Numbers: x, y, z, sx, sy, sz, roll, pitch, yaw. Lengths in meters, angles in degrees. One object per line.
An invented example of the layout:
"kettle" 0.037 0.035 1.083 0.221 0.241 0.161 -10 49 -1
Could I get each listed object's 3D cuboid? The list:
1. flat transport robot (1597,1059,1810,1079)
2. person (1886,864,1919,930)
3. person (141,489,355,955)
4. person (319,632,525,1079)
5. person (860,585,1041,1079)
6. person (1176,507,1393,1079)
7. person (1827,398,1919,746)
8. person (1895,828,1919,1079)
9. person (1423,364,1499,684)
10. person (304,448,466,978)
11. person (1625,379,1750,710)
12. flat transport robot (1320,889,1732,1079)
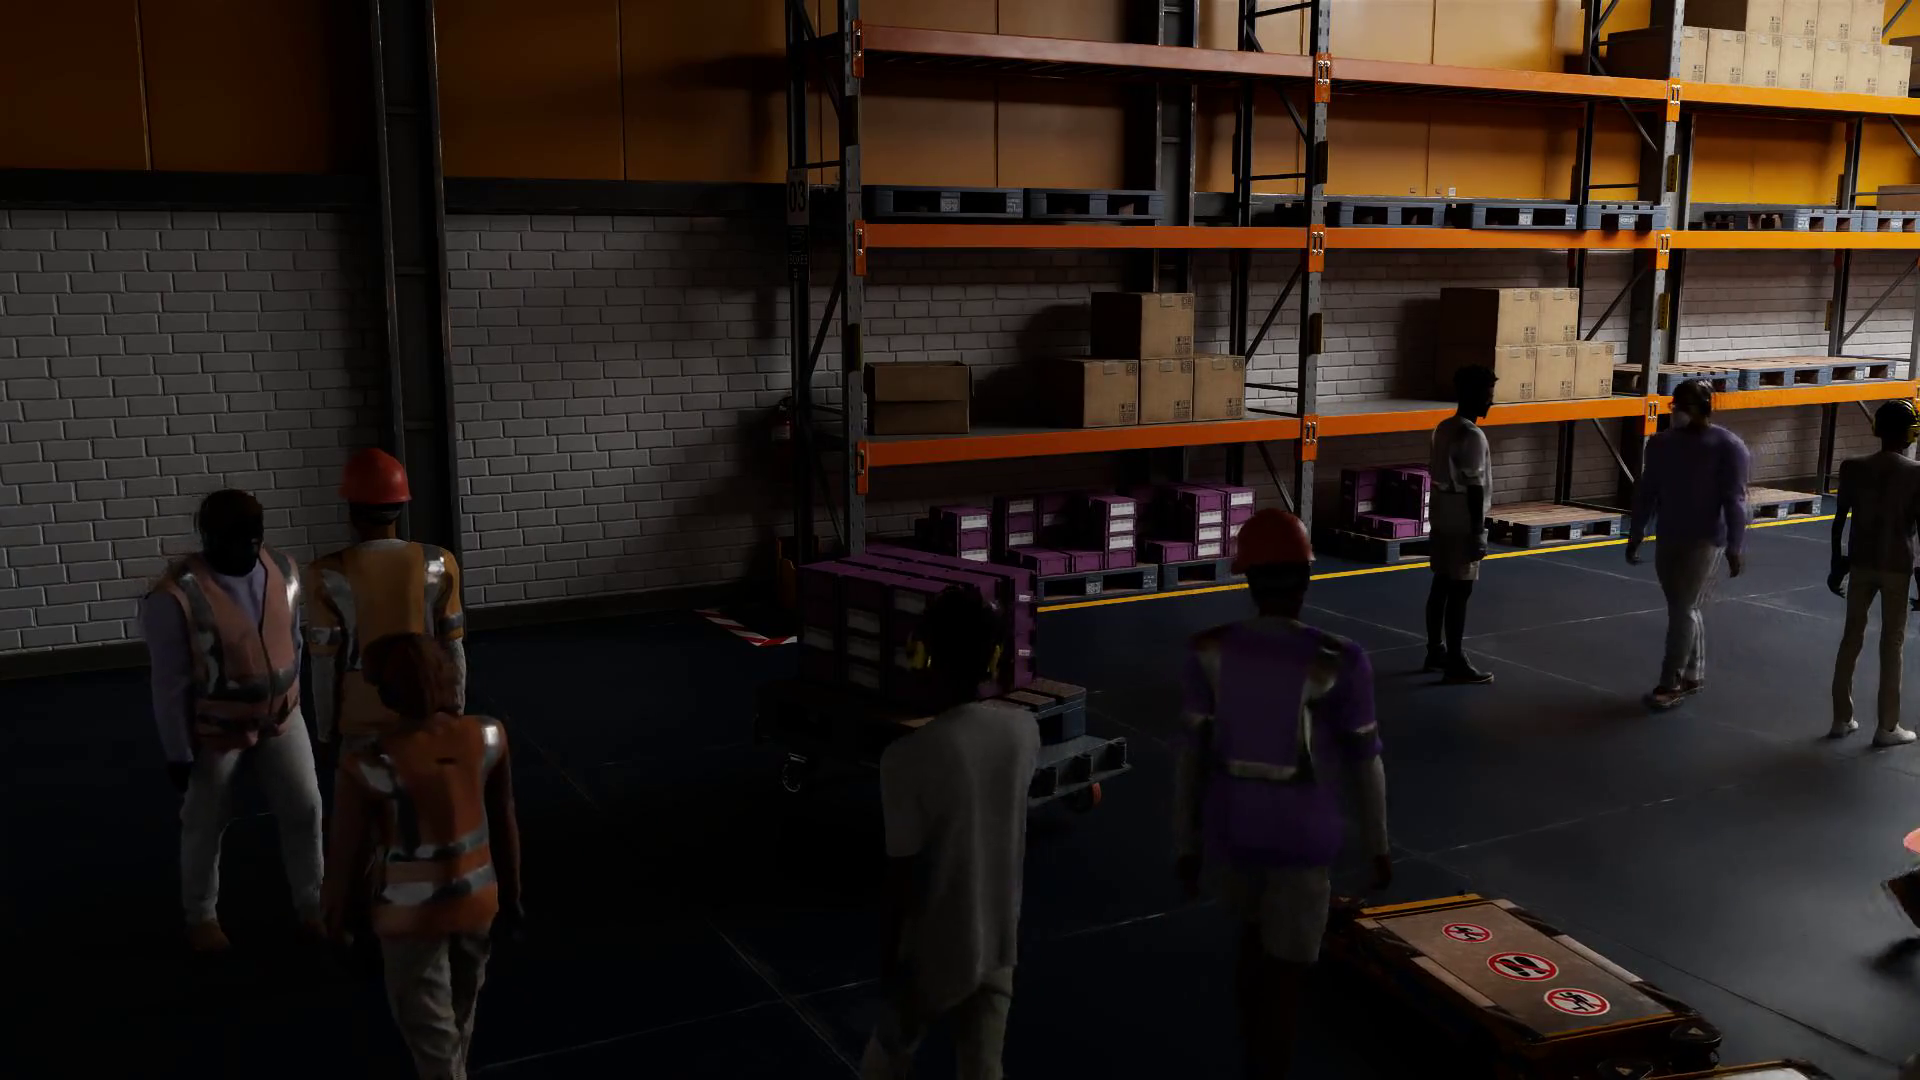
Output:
"flat transport robot" 2.357 1.760 4.401 0.652 0.197 1.431 -2 10 -14
"person" 4.017 0.633 6.331 0.888 1.856 0.568 0 10 0
"person" -2.662 0.700 6.163 0.812 1.795 0.634 7 12 34
"person" -1.541 1.040 4.655 0.687 1.610 0.543 8 13 40
"person" -0.071 1.021 4.158 0.508 1.834 0.724 -7 12 -35
"person" 0.972 0.853 4.915 0.585 1.896 0.767 6 12 32
"person" 4.965 0.171 8.967 0.313 1.864 0.539 -8 13 -38
"person" 1.497 1.256 2.415 0.621 1.977 0.425 -5 11 -28
"person" 3.085 -0.103 10.263 0.373 1.962 0.605 -1 10 -6
"person" -2.092 0.629 6.102 0.552 1.942 0.343 -6 11 -30
"person" 4.148 0.025 9.675 0.831 1.907 0.658 -6 11 -29
"flat transport robot" 1.875 1.528 5.738 0.652 0.197 1.431 -3 10 -18
